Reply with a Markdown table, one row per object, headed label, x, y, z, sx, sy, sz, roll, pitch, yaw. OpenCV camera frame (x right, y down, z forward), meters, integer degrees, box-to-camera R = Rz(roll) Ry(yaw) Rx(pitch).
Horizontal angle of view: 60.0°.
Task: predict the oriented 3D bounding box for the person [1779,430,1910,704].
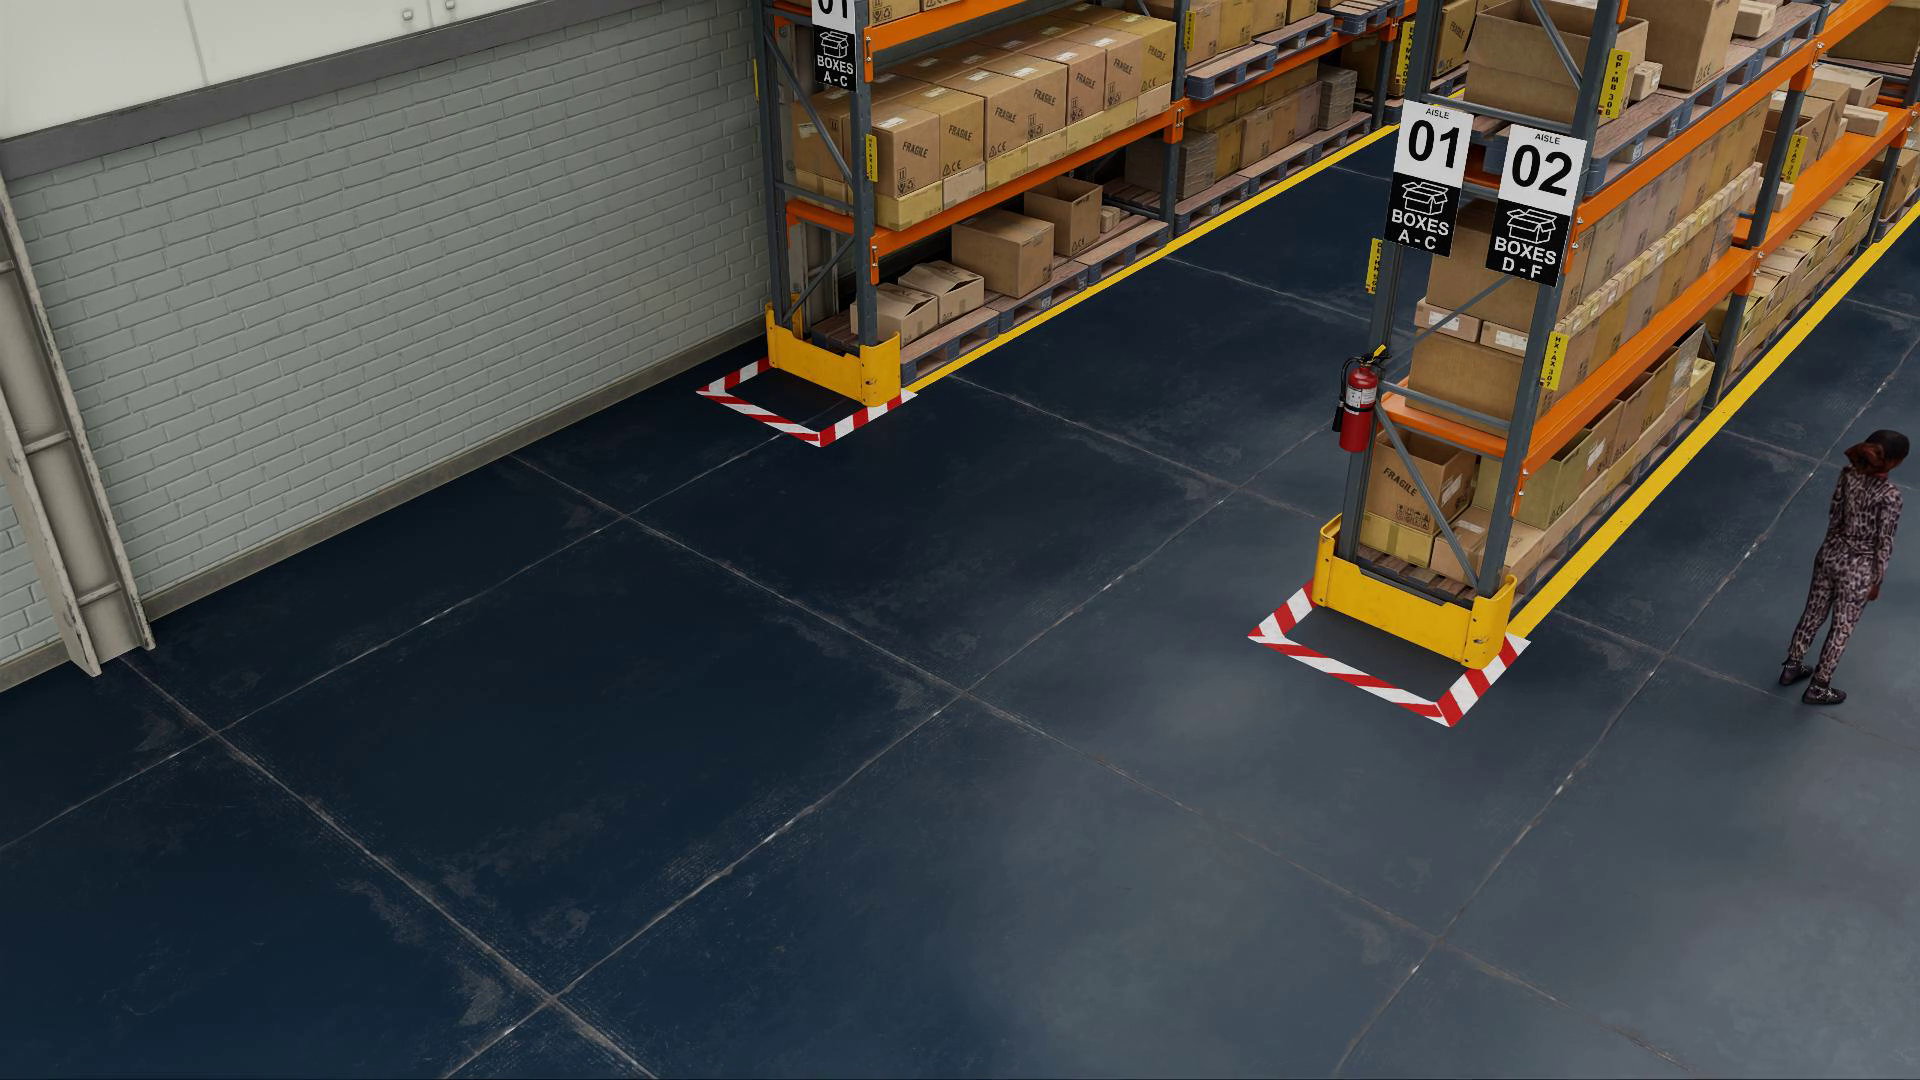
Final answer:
| label | x | y | z | sx | sy | sz | roll | pitch | yaw |
| --- | --- | --- | --- | --- | --- | --- | --- | --- | --- |
| person | 4.935 | 0.142 | 9.254 | 0.723 | 1.713 | 0.683 | -9 | 34 | -13 |
